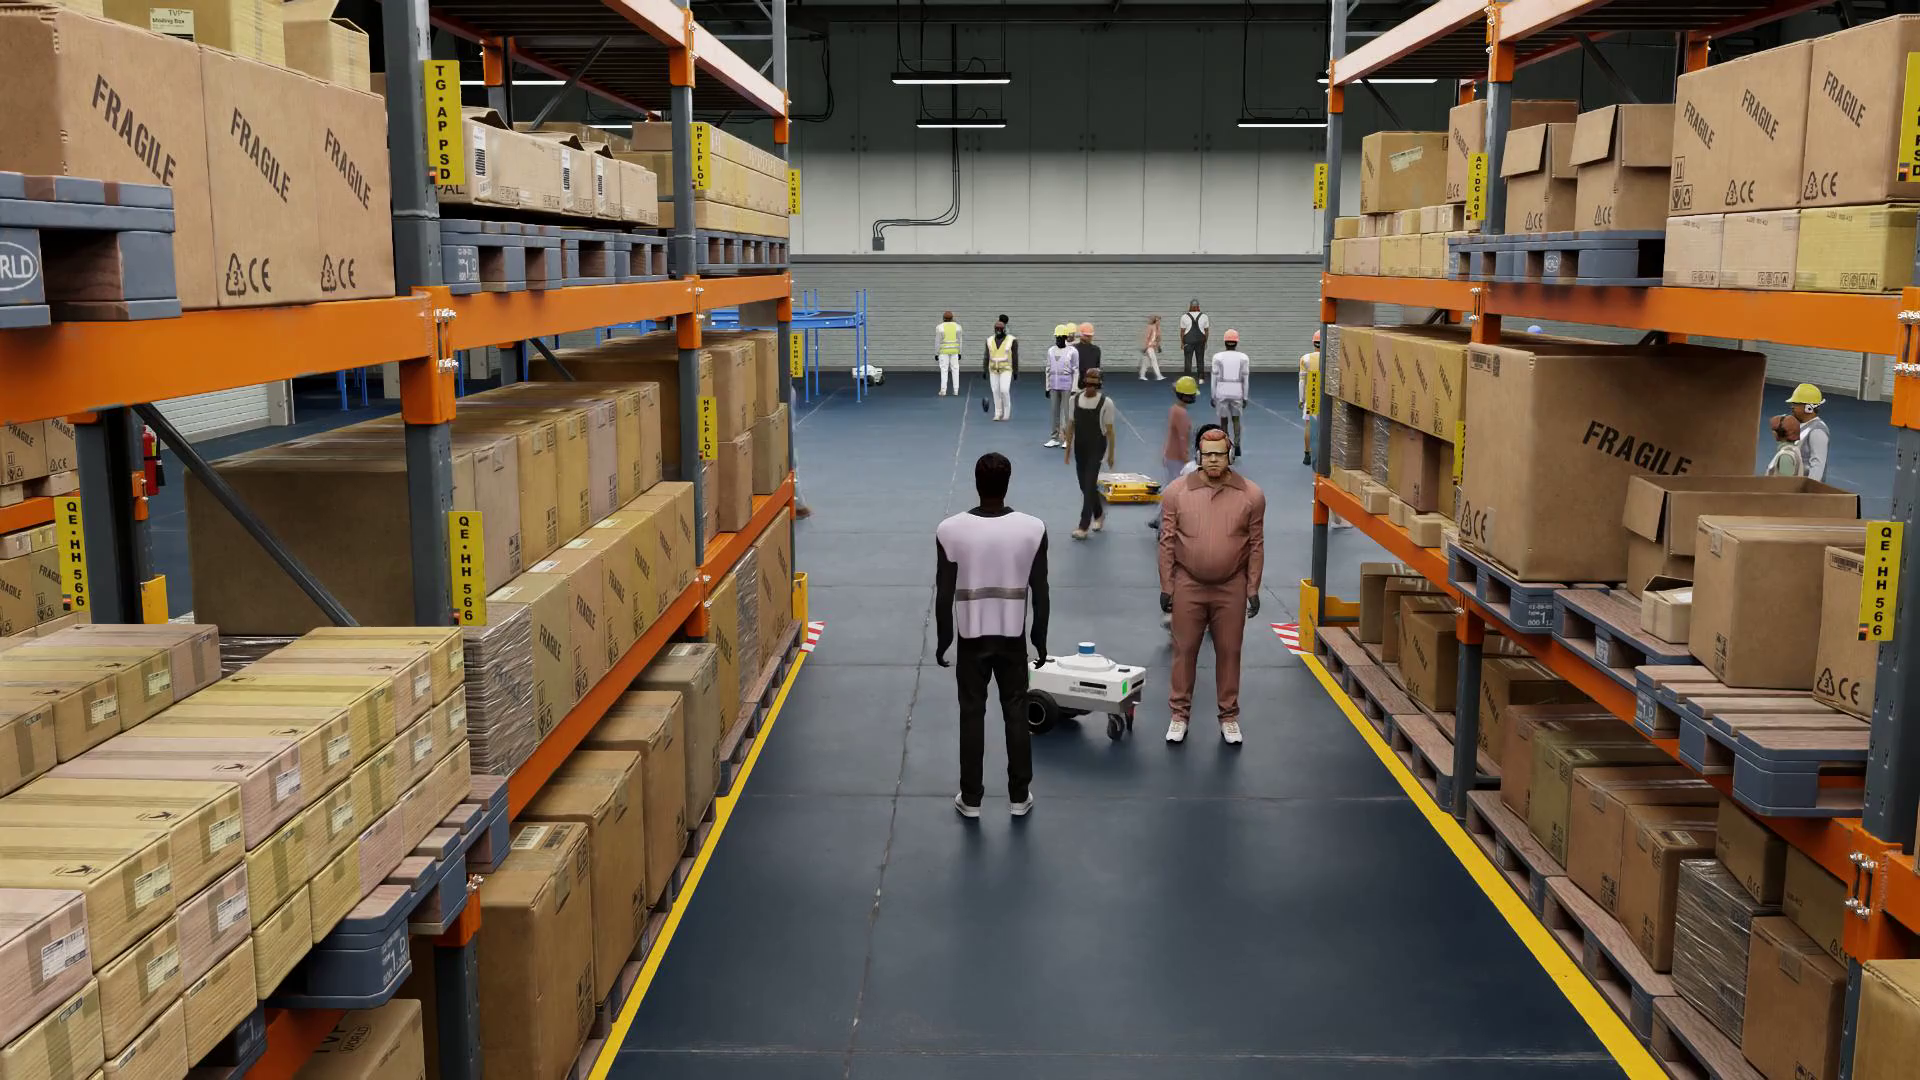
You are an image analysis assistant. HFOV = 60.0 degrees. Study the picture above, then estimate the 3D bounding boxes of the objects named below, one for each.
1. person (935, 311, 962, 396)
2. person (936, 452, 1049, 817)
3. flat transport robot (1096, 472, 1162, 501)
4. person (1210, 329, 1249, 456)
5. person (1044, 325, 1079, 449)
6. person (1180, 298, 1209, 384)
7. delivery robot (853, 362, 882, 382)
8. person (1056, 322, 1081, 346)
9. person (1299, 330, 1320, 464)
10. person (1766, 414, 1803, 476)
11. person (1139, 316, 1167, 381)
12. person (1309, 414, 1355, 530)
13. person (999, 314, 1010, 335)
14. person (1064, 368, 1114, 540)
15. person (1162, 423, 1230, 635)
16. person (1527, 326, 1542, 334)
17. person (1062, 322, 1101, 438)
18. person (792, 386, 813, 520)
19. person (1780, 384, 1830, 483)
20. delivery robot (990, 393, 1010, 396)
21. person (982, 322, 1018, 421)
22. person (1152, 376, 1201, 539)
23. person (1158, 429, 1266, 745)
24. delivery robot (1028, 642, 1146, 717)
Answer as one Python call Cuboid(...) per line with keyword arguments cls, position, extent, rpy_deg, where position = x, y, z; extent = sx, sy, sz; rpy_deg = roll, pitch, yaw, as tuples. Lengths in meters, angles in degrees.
Cuboid(cls="person", position=(-0.260, -4.095, 36.466), extent=(0.621, 1.845, 0.429), rpy_deg=(-3, 10, -17))
Cuboid(cls="person", position=(0.171, 0.501, 8.711), extent=(0.597, 1.917, 0.375), rpy_deg=(-1, 9, -4))
Cuboid(cls="flat transport robot", position=(2.060, -0.677, 20.819), extent=(0.652, 0.197, 1.431), rpy_deg=(-1, 9, -6))
Cuboid(cls="person", position=(3.979, -2.155, 24.626), extent=(0.544, 1.922, 0.408), rpy_deg=(0, 9, -1))
Cuboid(cls="person", position=(1.588, -2.410, 26.112), extent=(0.590, 1.930, 0.358), rpy_deg=(7, 12, 36))
Cuboid(cls="person", position=(5.630, -4.768, 40.032), extent=(0.684, 2.000, 0.538), rpy_deg=(1, 9, 4))
Cuboid(cls="delivery robot", position=(-2.201, -3.974, 39.438), extent=(0.707, 0.478, 0.477), rpy_deg=(7, 12, 35))
Cuboid(cls="person", position=(2.012, -3.064, 30.363), extent=(0.612, 1.817, 0.511), rpy_deg=(4, 10, 22))
Cuboid(cls="person", position=(5.171, -2.062, 24.006), extent=(0.552, 1.935, 0.369), rpy_deg=(3, 10, 16))
Cuboid(cls="person", position=(6.906, -0.235, 13.964), extent=(0.315, 1.636, 0.514), rpy_deg=(5, 11, 28))
Cuboid(cls="person", position=(4.746, -4.697, 40.816), extent=(0.826, 1.580, 0.510), rpy_deg=(6, 11, 31))
Cuboid(cls="person", position=(4.022, -0.877, 17.886), extent=(0.657, 1.609, 0.385), rpy_deg=(-3, 10, -18))
Cuboid(cls="person", position=(1.024, -4.392, 38.679), extent=(0.317, 1.695, 0.540), rpy_deg=(2, 10, 11))
Cuboid(cls="person", position=(1.423, -0.947, 17.744), extent=(0.501, 1.812, 0.821), rpy_deg=(6, 11, 30))
Cuboid(cls="person", position=(1.862, -0.070, 12.898), extent=(0.815, 1.676, 0.536), rpy_deg=(-6, 11, -31))
Cuboid(cls="person", position=(8.650, -2.267, 25.196), extent=(0.604, 1.949, 0.389), rpy_deg=(5, 11, 28))
Cuboid(cls="person", position=(1.937, -2.527, 26.759), extent=(0.618, 1.960, 0.906), rpy_deg=(-4, 10, -21))
Cuboid(cls="person", position=(-2.012, -1.144, 18.590), extent=(0.619, 1.904, 0.899), rpy_deg=(5, 11, 28))
Cuboid(cls="person", position=(7.466, -0.472, 14.795), extent=(0.403, 1.834, 0.587), rpy_deg=(2, 10, 9))
Cuboid(cls="delivery robot", position=(0.758, -2.918, 32.333), extent=(0.335, 0.223, 0.698), rpy_deg=(-2, 10, -14))
Cuboid(cls="person", position=(0.730, -3.088, 30.506), extent=(0.647, 1.816, 0.518), rpy_deg=(4, 10, 23))
Cuboid(cls="person", position=(2.281, -0.850, 17.363), extent=(0.430, 1.727, 0.570), rpy_deg=(0, 9, 1))
Cuboid(cls="person", position=(1.514, 0.283, 10.050), extent=(0.642, 1.909, 0.410), rpy_deg=(1, 10, 5))
Cuboid(cls="delivery robot", position=(0.788, 0.882, 10.353), extent=(0.707, 0.478, 0.477), rpy_deg=(5, 11, 29))
